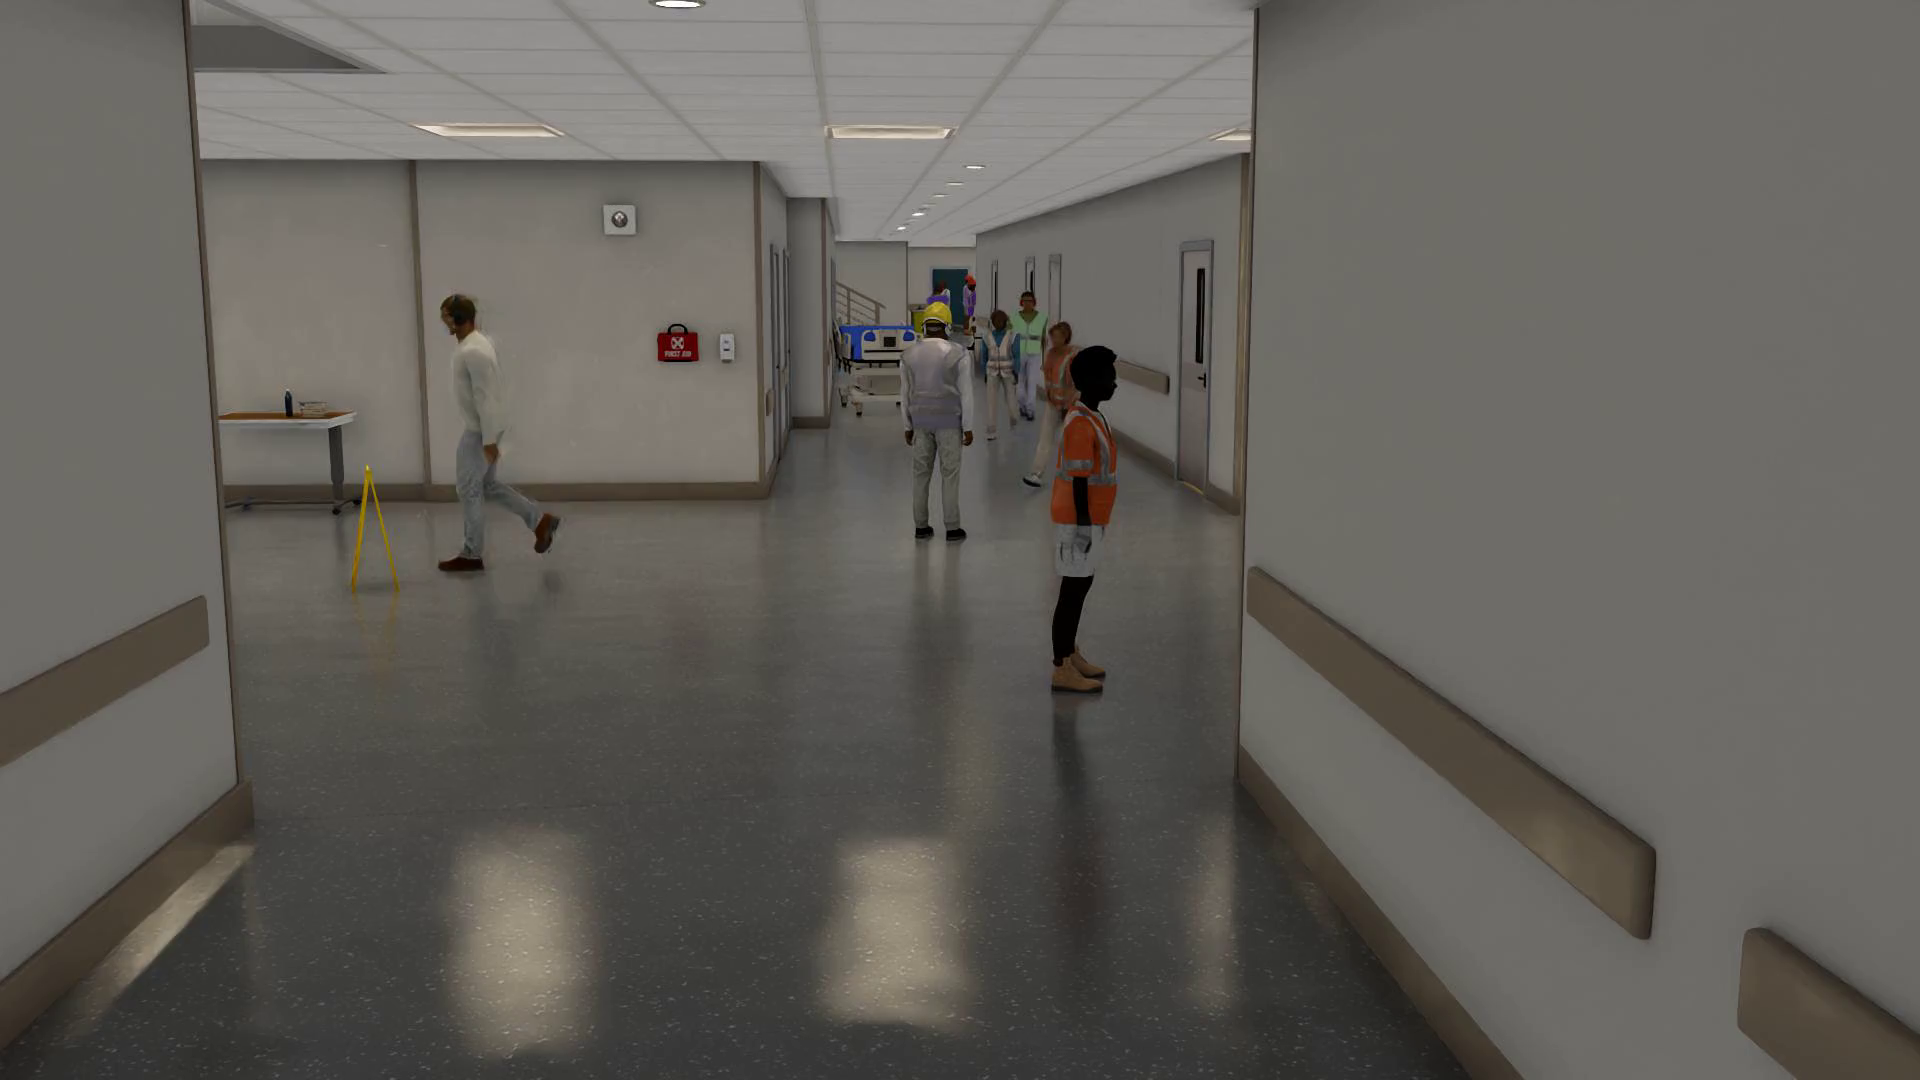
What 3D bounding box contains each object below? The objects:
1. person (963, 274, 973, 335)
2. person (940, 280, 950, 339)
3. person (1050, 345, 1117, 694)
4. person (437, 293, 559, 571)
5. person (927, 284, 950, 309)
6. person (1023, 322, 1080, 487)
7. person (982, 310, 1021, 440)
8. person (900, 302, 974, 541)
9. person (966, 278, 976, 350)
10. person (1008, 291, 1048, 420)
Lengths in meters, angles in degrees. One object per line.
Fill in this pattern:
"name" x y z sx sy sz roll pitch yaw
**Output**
"person" 0.297 -7.923 56.088 0.380 2.045 0.605 -2 9 -13
"person" -0.514 -7.288 52.613 0.356 1.883 0.573 -5 10 -27
"person" 0.605 -0.105 8.125 0.321 1.688 0.535 2 9 10
"person" -3.203 -0.743 11.441 0.756 1.910 0.660 -3 10 -18
"person" -0.528 -5.314 40.468 0.593 1.792 0.950 0 9 1
"person" 0.917 -1.264 15.710 0.844 1.578 0.566 -7 11 -37
"person" 0.522 -2.064 20.670 0.512 1.609 0.815 2 9 13
"person" -0.168 -0.900 12.707 0.590 1.824 0.403 4 10 23
"person" 0.339 -6.102 44.991 0.376 1.935 0.550 -1 9 -5
"person" 0.944 -2.615 23.509 0.579 1.814 0.887 0 9 2
